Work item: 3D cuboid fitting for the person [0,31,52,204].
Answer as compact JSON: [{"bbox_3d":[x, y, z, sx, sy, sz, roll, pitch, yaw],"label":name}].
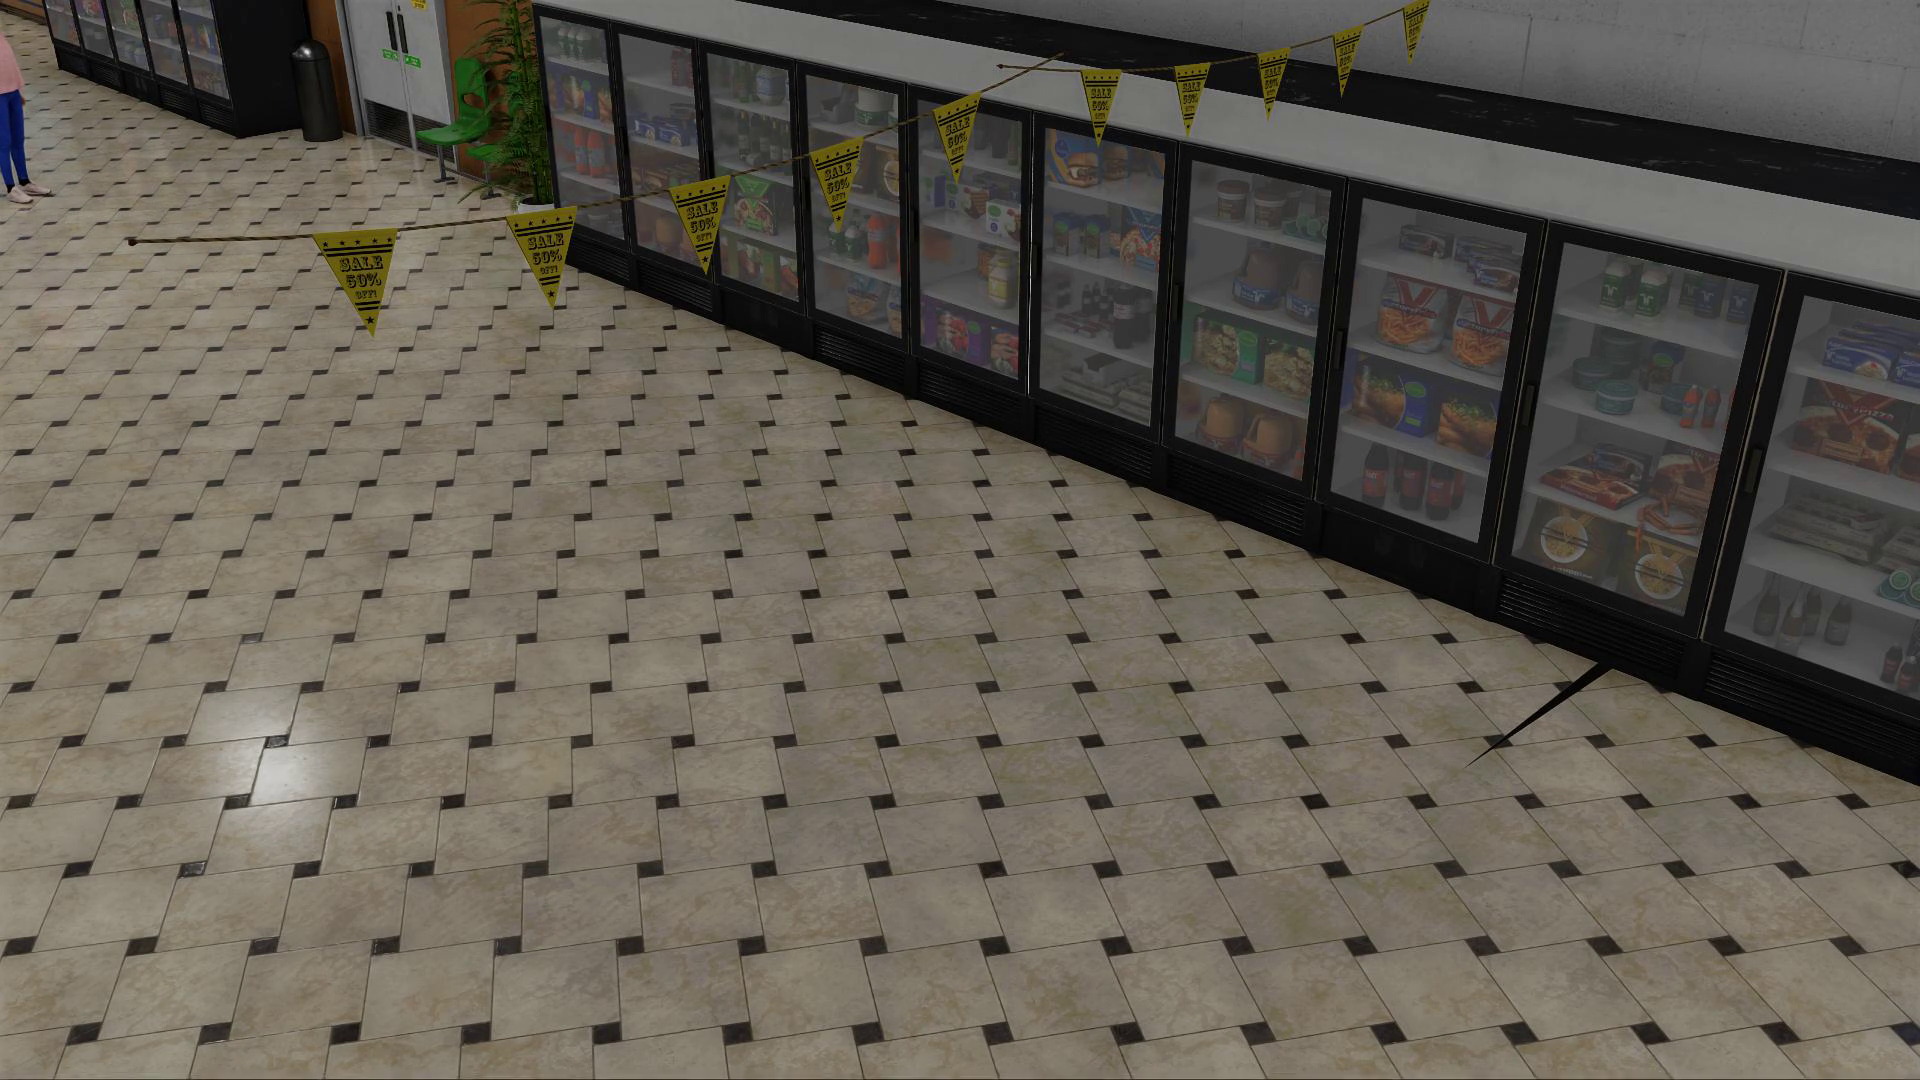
[{"bbox_3d":[-8.446,-3.890,14.651,0.782,1.769,0.691,3,27,7],"label":"person"}]
